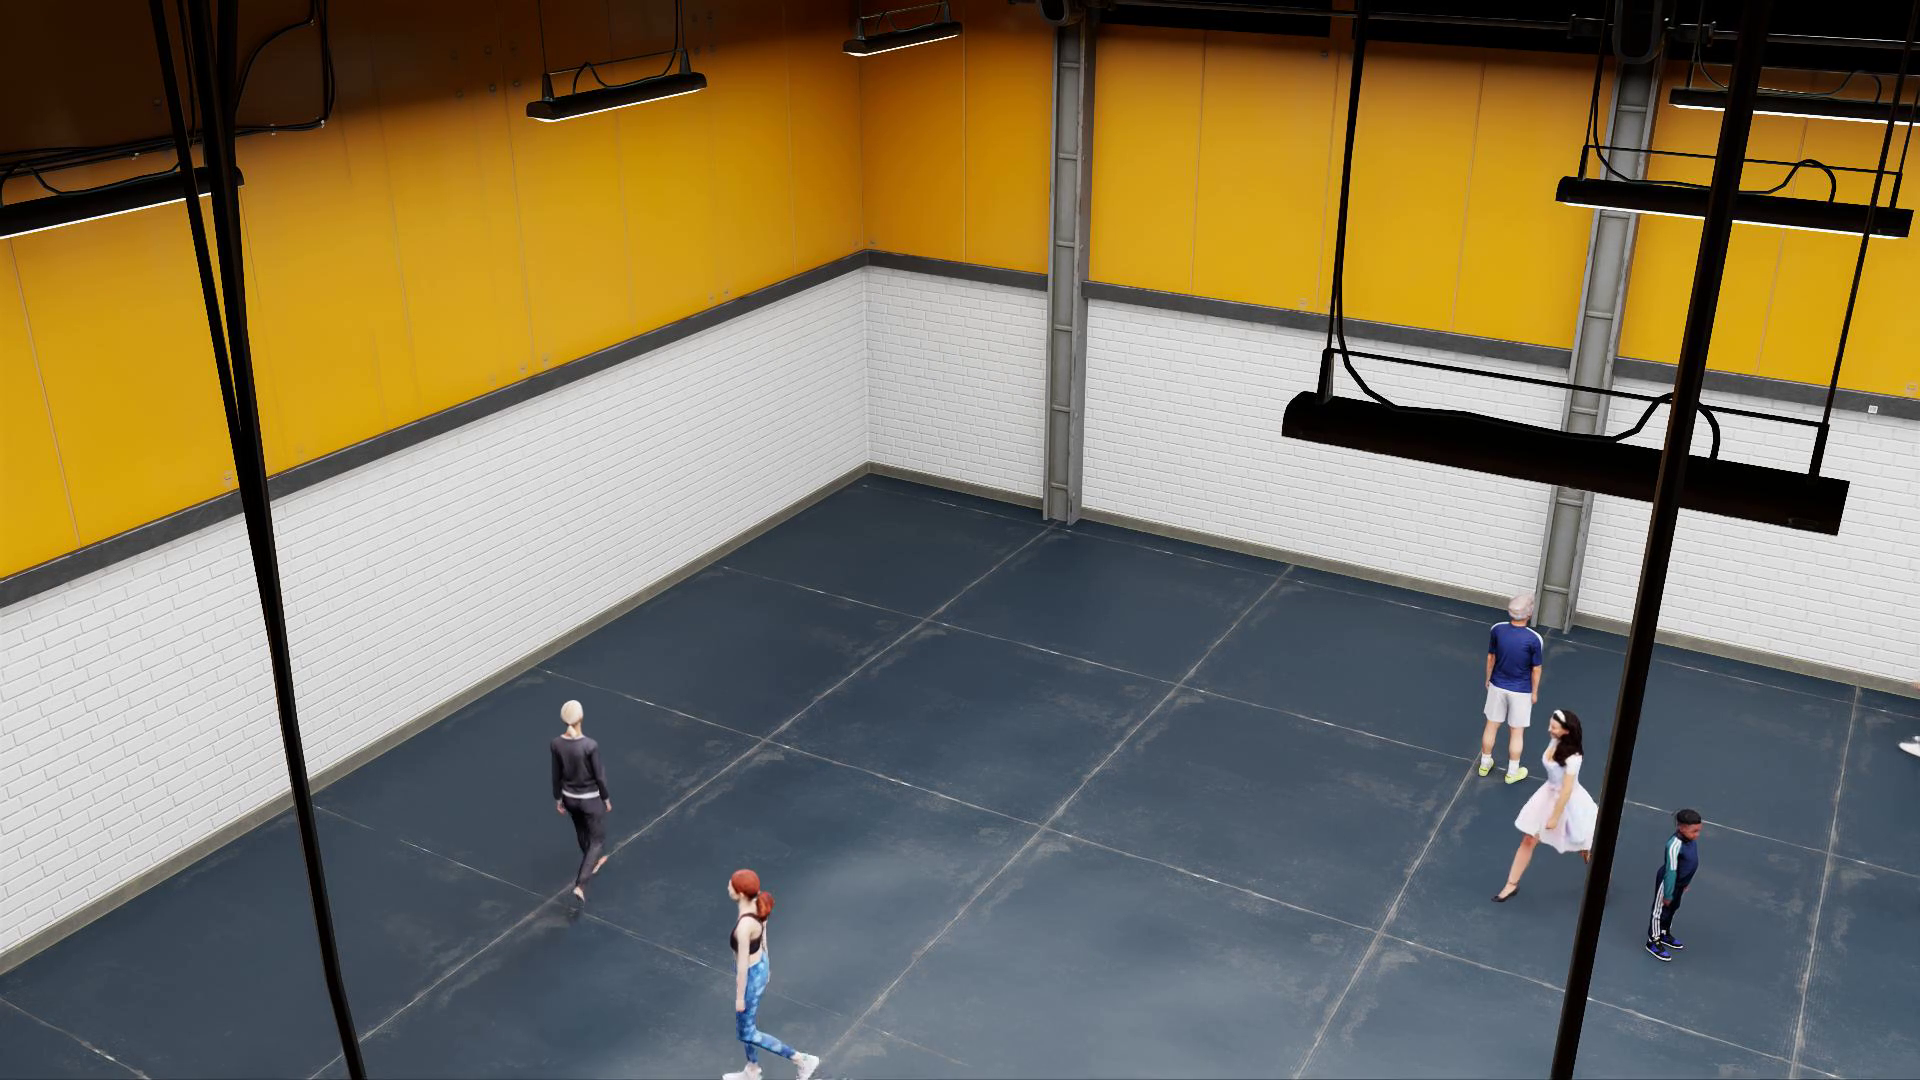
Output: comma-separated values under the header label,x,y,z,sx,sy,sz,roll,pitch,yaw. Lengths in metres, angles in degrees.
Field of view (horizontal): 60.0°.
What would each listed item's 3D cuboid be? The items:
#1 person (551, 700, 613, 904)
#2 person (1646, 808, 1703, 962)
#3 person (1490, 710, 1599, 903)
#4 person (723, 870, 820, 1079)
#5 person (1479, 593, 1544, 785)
label,x,y,z,sx,sy,sz,roll,pitch,yaw
person,-3.051,2.101,13.388,1.022,1.703,0.846,6,24,13
person,5.486,2.609,12.786,0.551,1.255,0.553,-20,30,-37
person,4.837,2.161,13.180,1.254,1.759,1.134,-3,24,-7
person,-1.326,3.014,11.217,1.010,1.769,0.794,3,24,7
person,4.970,1.323,14.998,0.523,1.838,0.718,17,29,33
